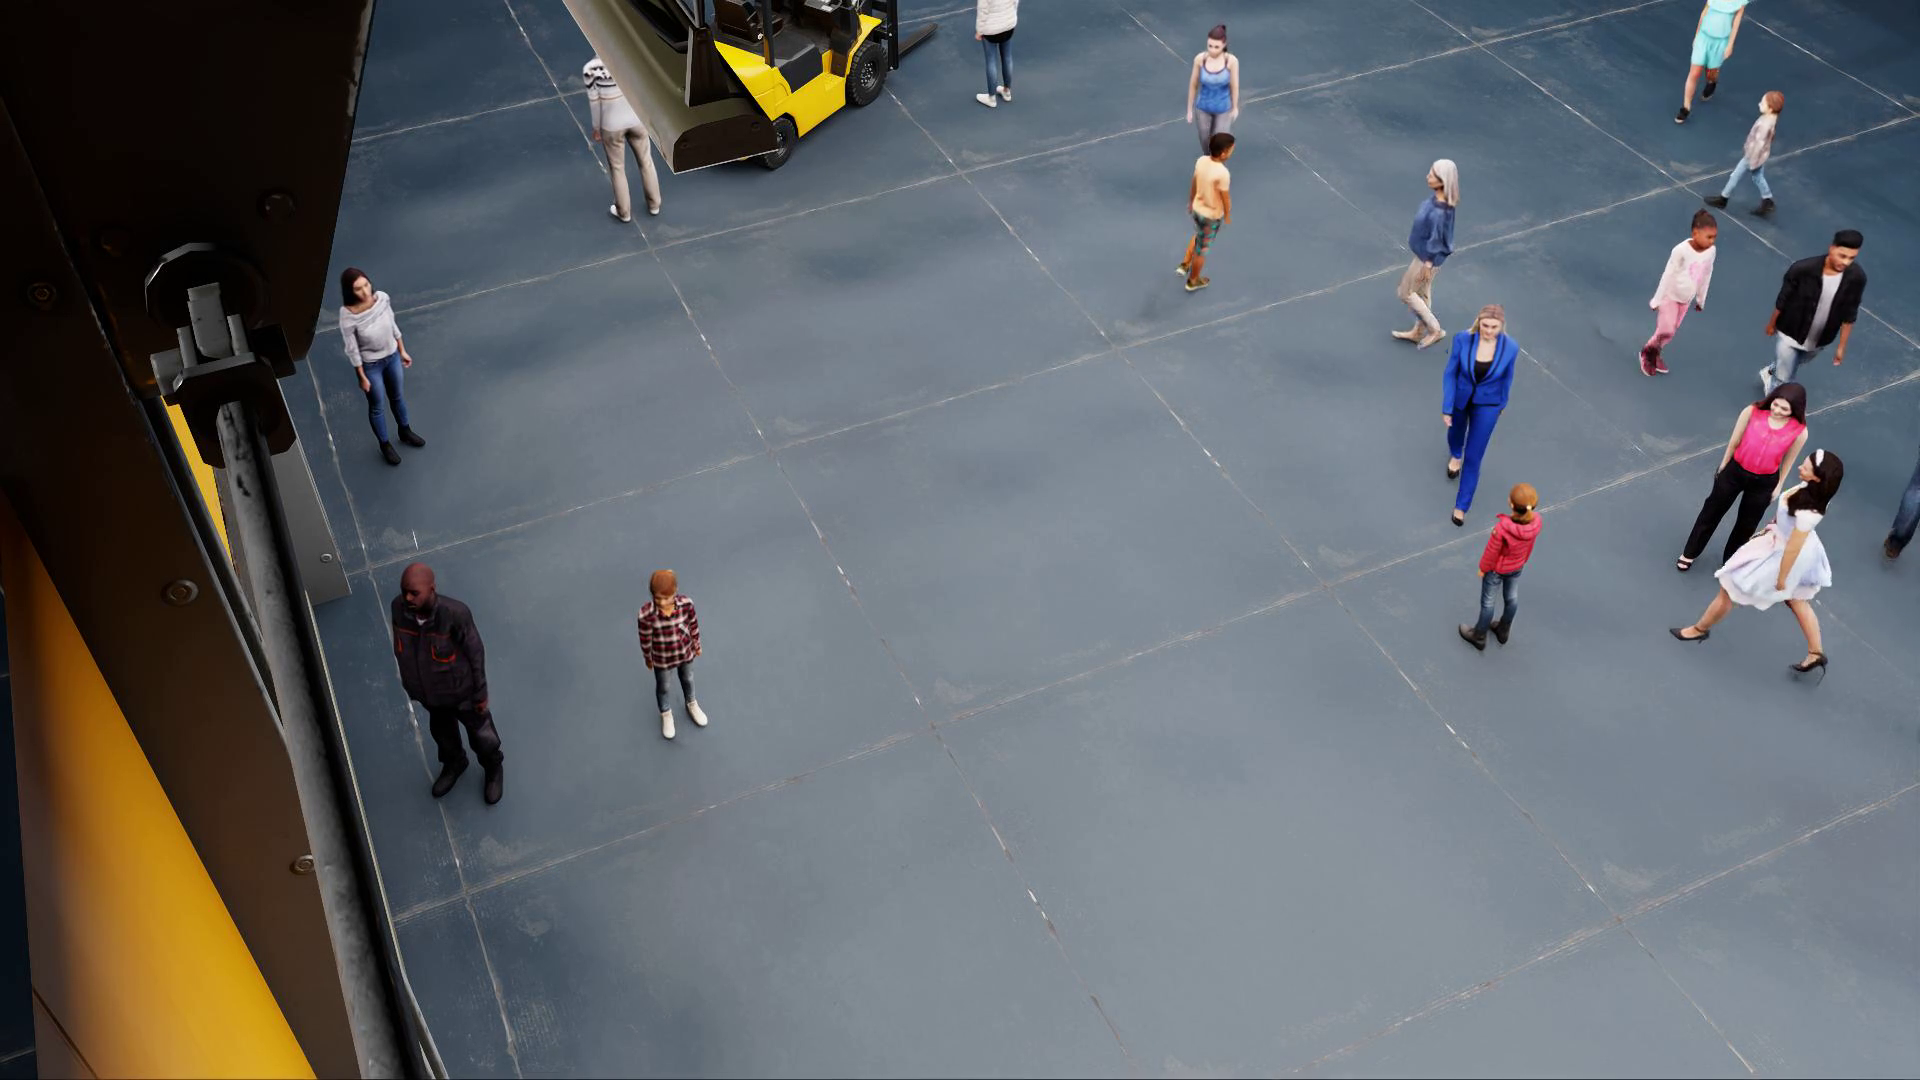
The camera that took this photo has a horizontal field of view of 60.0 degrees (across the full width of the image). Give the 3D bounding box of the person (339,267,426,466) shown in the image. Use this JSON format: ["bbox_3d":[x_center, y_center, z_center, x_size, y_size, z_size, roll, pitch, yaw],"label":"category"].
[{"bbox_3d":[-4.238,-1.286,12.086,0.684,1.633,0.677,25,49,24],"label":"person"}]

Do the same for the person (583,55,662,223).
[{"bbox_3d":[-2.917,-3.620,14.371,0.672,1.860,0.538,-18,46,-18],"label":"person"}]

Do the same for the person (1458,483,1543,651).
[{"bbox_3d":[3.548,0.174,10.785,0.517,1.314,0.496,-14,45,-14],"label":"person"}]

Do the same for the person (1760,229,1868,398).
[{"bbox_3d":[6.259,-1.615,12.338,1.151,1.761,1.298,7,44,7],"label":"person"}]

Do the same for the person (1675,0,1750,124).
[{"bbox_3d":[7.190,-4.774,15.813,0.976,1.542,0.892,27,50,26],"label":"person"}]

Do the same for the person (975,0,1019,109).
[{"bbox_3d":[0.360,-4.951,15.931,0.650,1.635,0.600,-26,49,-25],"label":"person"}]

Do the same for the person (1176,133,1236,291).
[{"bbox_3d":[1.988,-2.667,13.671,0.630,1.447,0.544,-27,50,-25],"label":"person"}]

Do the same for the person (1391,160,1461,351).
[{"bbox_3d":[3.763,-2.195,12.999,0.843,1.689,0.784,17,46,17],"label":"person"}]

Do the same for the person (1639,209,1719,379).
[{"bbox_3d":[5.535,-1.951,12.926,0.588,1.437,0.560,-12,45,-12],"label":"person"}]

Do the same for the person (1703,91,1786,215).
[{"bbox_3d":[7.057,-3.388,14.620,0.895,1.181,0.729,27,50,26],"label":"person"}]

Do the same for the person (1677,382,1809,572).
[{"bbox_3d":[5.277,-0.403,11.137,0.636,1.664,0.727,21,47,21],"label":"person"}]

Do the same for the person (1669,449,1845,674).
[{"bbox_3d":[5.259,0.179,10.449,1.282,1.770,1.061,25,49,24],"label":"person"}]

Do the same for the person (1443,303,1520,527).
[{"bbox_3d":[3.625,-1.023,11.793,1.129,1.656,1.180,13,45,13],"label":"person"}]

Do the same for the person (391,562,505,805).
[{"bbox_3d":[-3.007,0.805,9.752,0.795,1.825,0.807,6,44,6],"label":"person"}]

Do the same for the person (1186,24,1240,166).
[{"bbox_3d":[2.285,-3.859,14.815,0.706,1.594,0.772,16,46,16],"label":"person"}]

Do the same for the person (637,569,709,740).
[{"bbox_3d":[-1.785,0.666,10.274,0.516,1.306,0.487,-18,46,-18],"label":"person"}]
